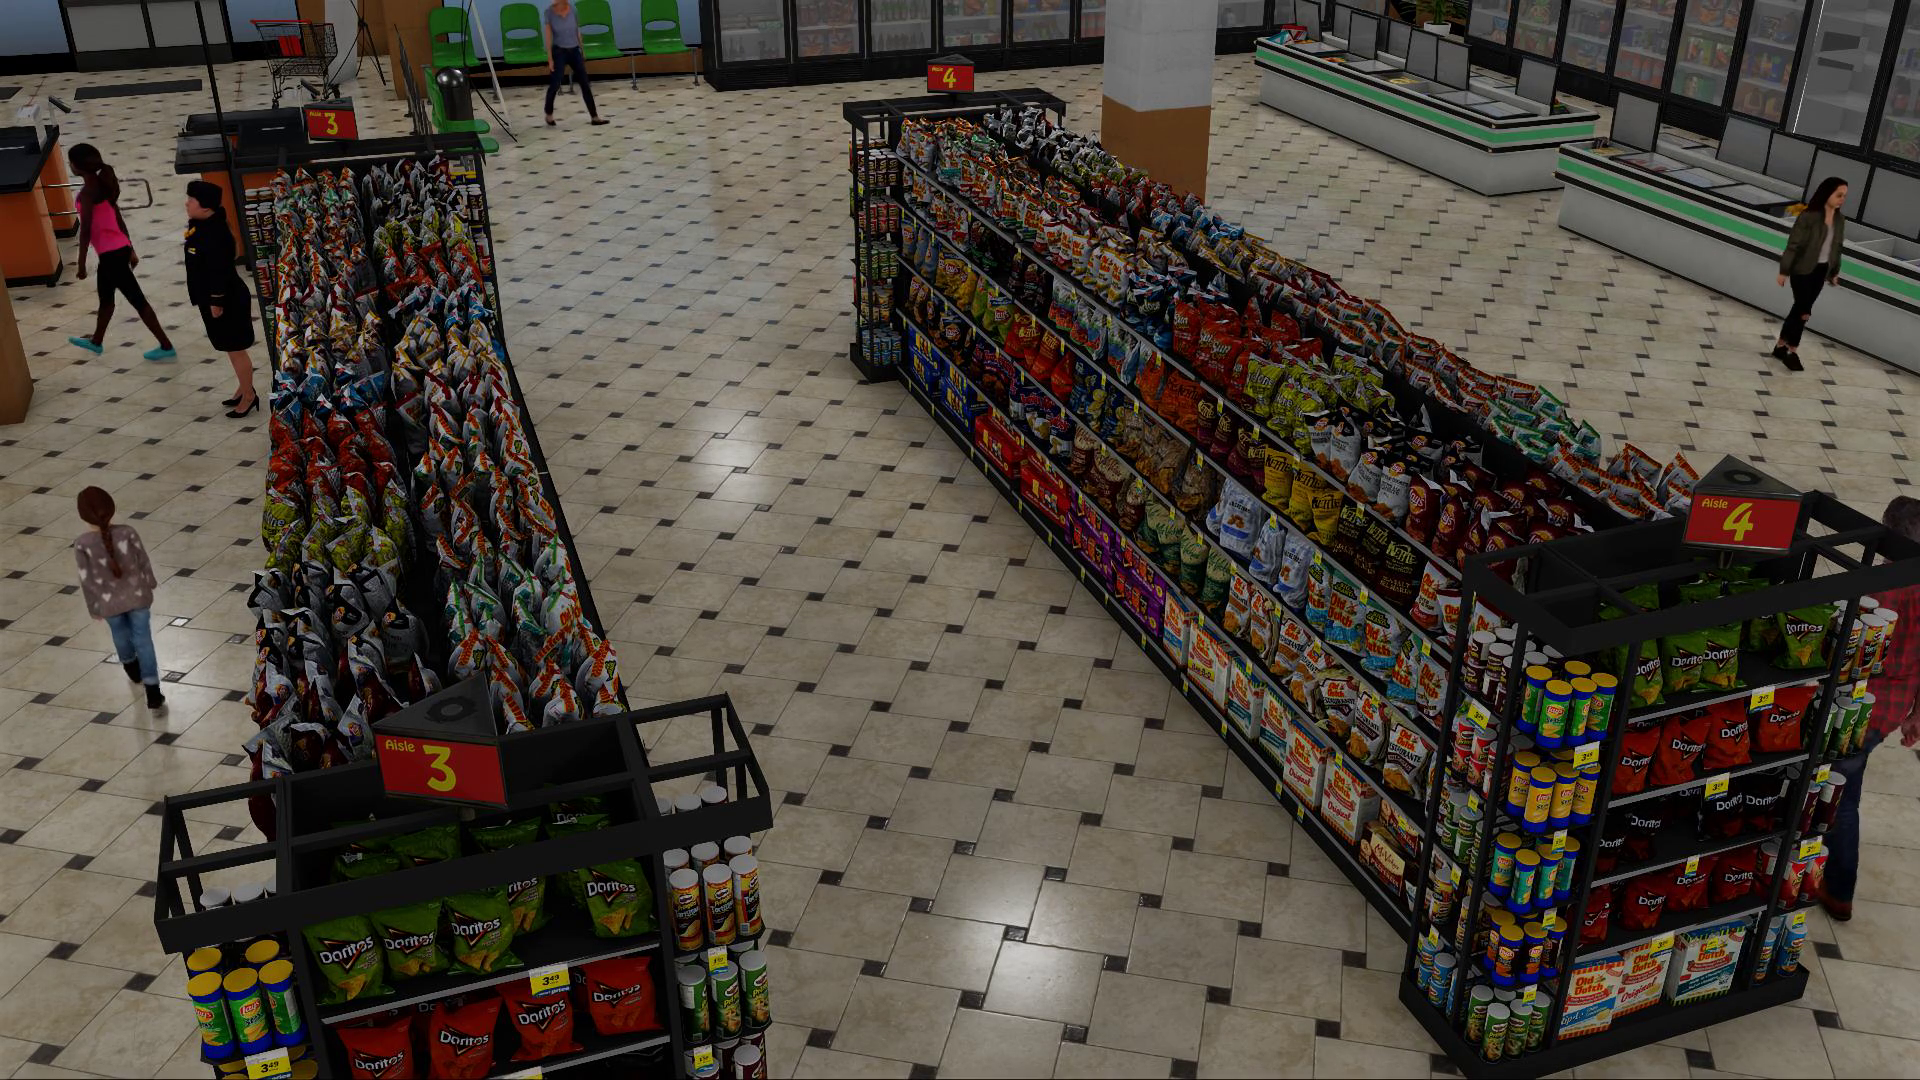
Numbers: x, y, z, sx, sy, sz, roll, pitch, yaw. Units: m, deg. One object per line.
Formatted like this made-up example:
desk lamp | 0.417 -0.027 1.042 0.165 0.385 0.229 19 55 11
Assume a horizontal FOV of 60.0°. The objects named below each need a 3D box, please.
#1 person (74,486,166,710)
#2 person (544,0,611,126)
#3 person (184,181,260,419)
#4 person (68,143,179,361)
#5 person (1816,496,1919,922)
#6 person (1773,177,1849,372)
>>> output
person | -4.195 0.307 8.353 0.519 1.171 0.834 -12 29 -23
person | -4.742 -5.741 19.711 0.967 1.684 1.111 -20 33 -34
person | -5.209 -1.700 11.753 0.772 1.675 0.589 -13 29 -23
person | -6.315 -2.133 12.602 0.842 1.680 1.053 -1 27 -2
person | 3.730 0.742 6.802 0.897 1.797 1.152 -2 27 -3
person | 6.421 -2.058 12.693 0.622 1.464 0.681 -7 28 -14
